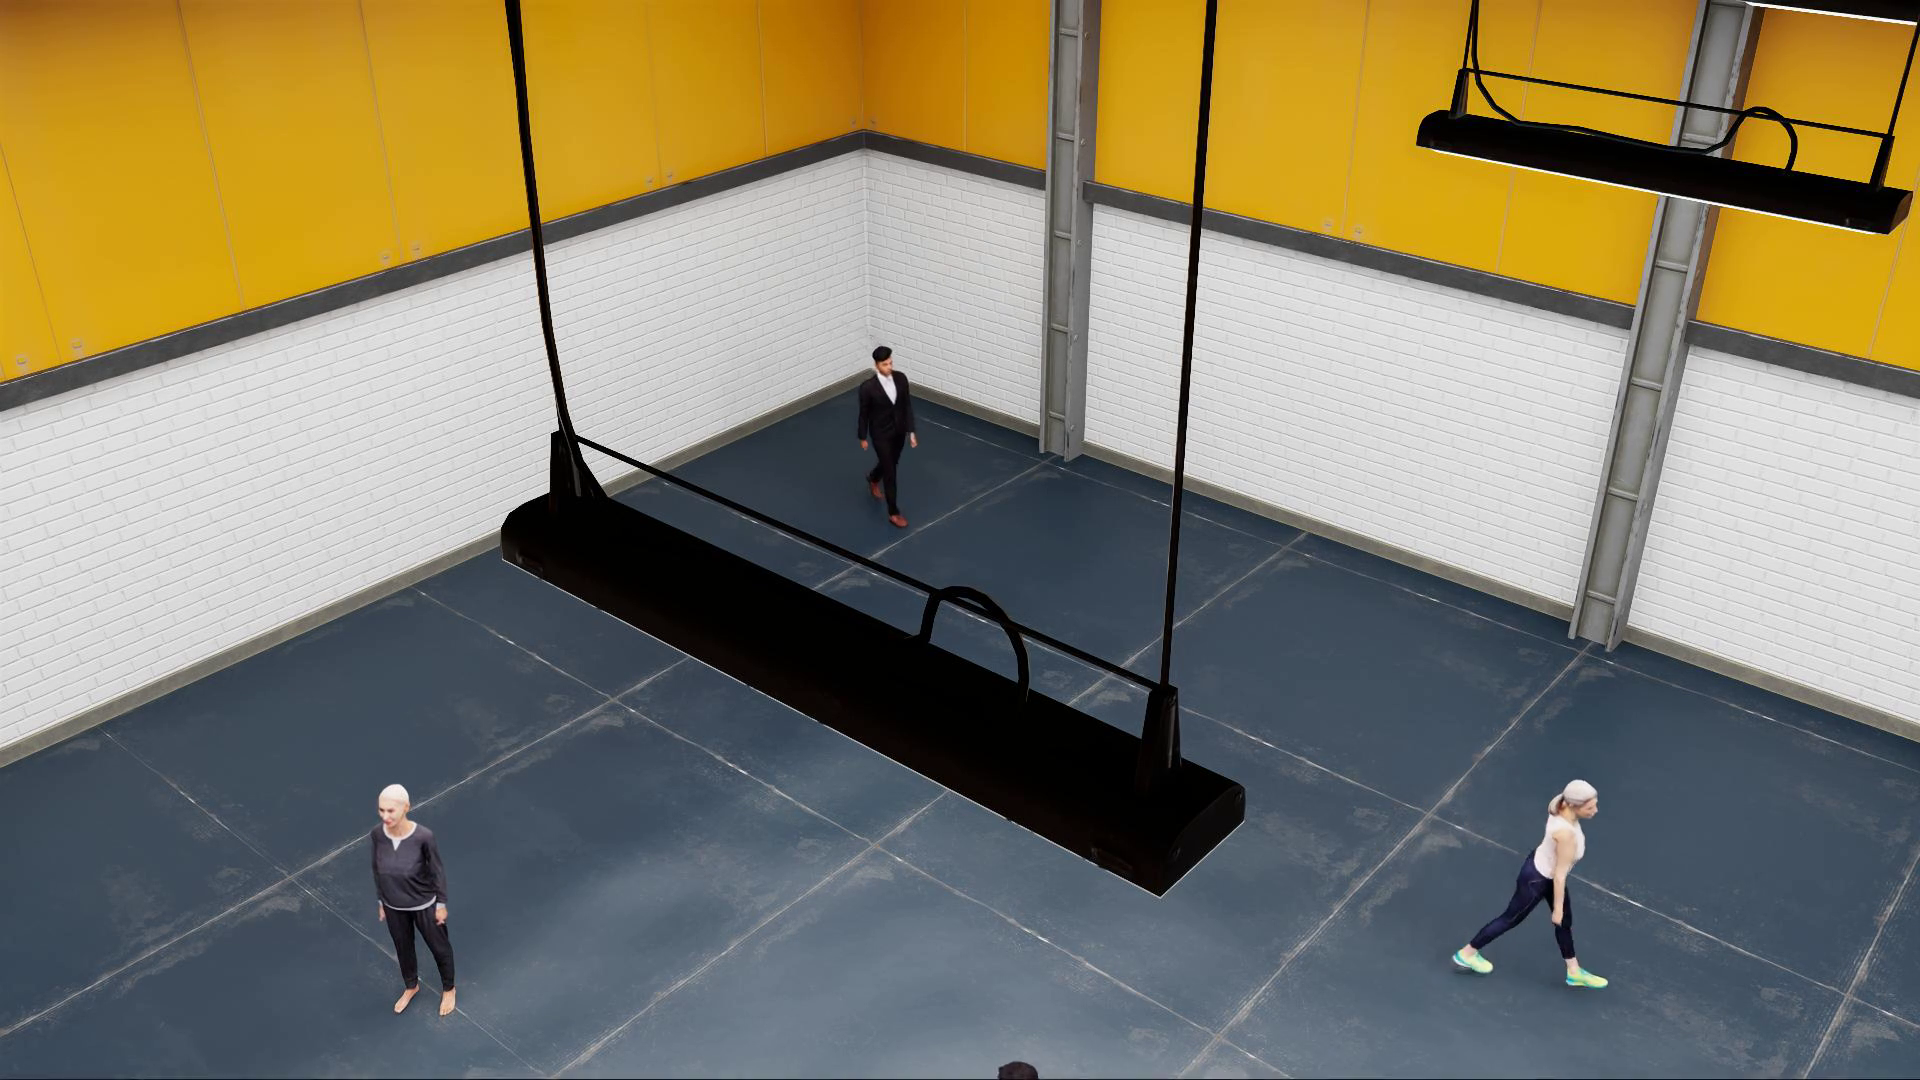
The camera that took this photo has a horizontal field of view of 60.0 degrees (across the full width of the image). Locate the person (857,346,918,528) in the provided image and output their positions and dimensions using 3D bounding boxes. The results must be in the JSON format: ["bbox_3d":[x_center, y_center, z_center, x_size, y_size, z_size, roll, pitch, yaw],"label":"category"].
[{"bbox_3d":[-0.762,-1.099,16.626,0.895,1.854,1.243,-18,34,-30],"label":"person"}]

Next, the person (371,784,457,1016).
[{"bbox_3d":[-3.491,2.270,10.585,0.646,1.725,0.745,2,29,4],"label":"person"}]

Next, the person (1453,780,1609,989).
[{"bbox_3d":[3.666,2.212,10.769,1.275,1.651,0.891,8,30,15],"label":"person"}]
